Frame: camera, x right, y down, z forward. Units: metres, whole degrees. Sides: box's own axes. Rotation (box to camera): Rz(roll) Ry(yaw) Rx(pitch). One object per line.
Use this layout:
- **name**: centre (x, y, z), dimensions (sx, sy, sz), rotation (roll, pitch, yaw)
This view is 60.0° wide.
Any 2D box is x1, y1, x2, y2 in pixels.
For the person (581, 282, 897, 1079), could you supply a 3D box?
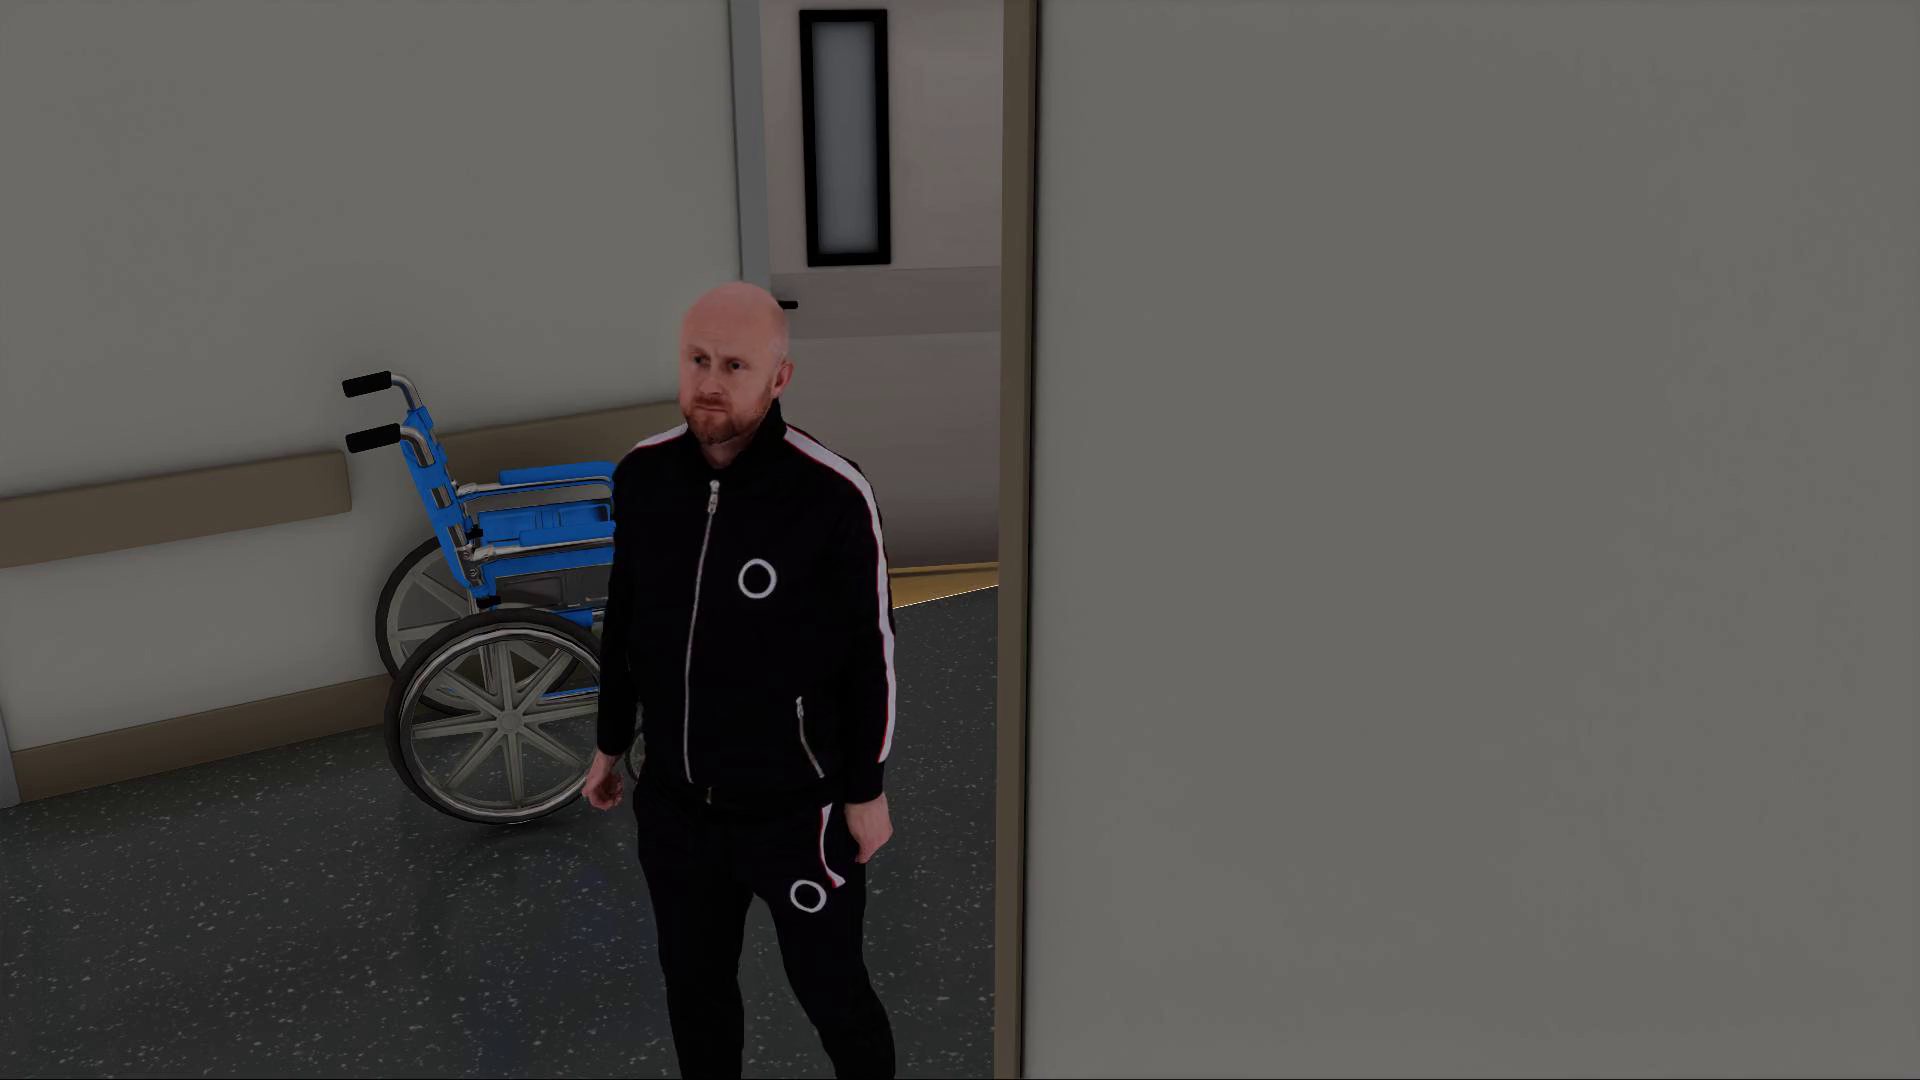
- **person**: centre (-0.358, 0.436, 2.954), dimensions (0.858, 1.835, 0.878), rotation (11, 23, 27)
